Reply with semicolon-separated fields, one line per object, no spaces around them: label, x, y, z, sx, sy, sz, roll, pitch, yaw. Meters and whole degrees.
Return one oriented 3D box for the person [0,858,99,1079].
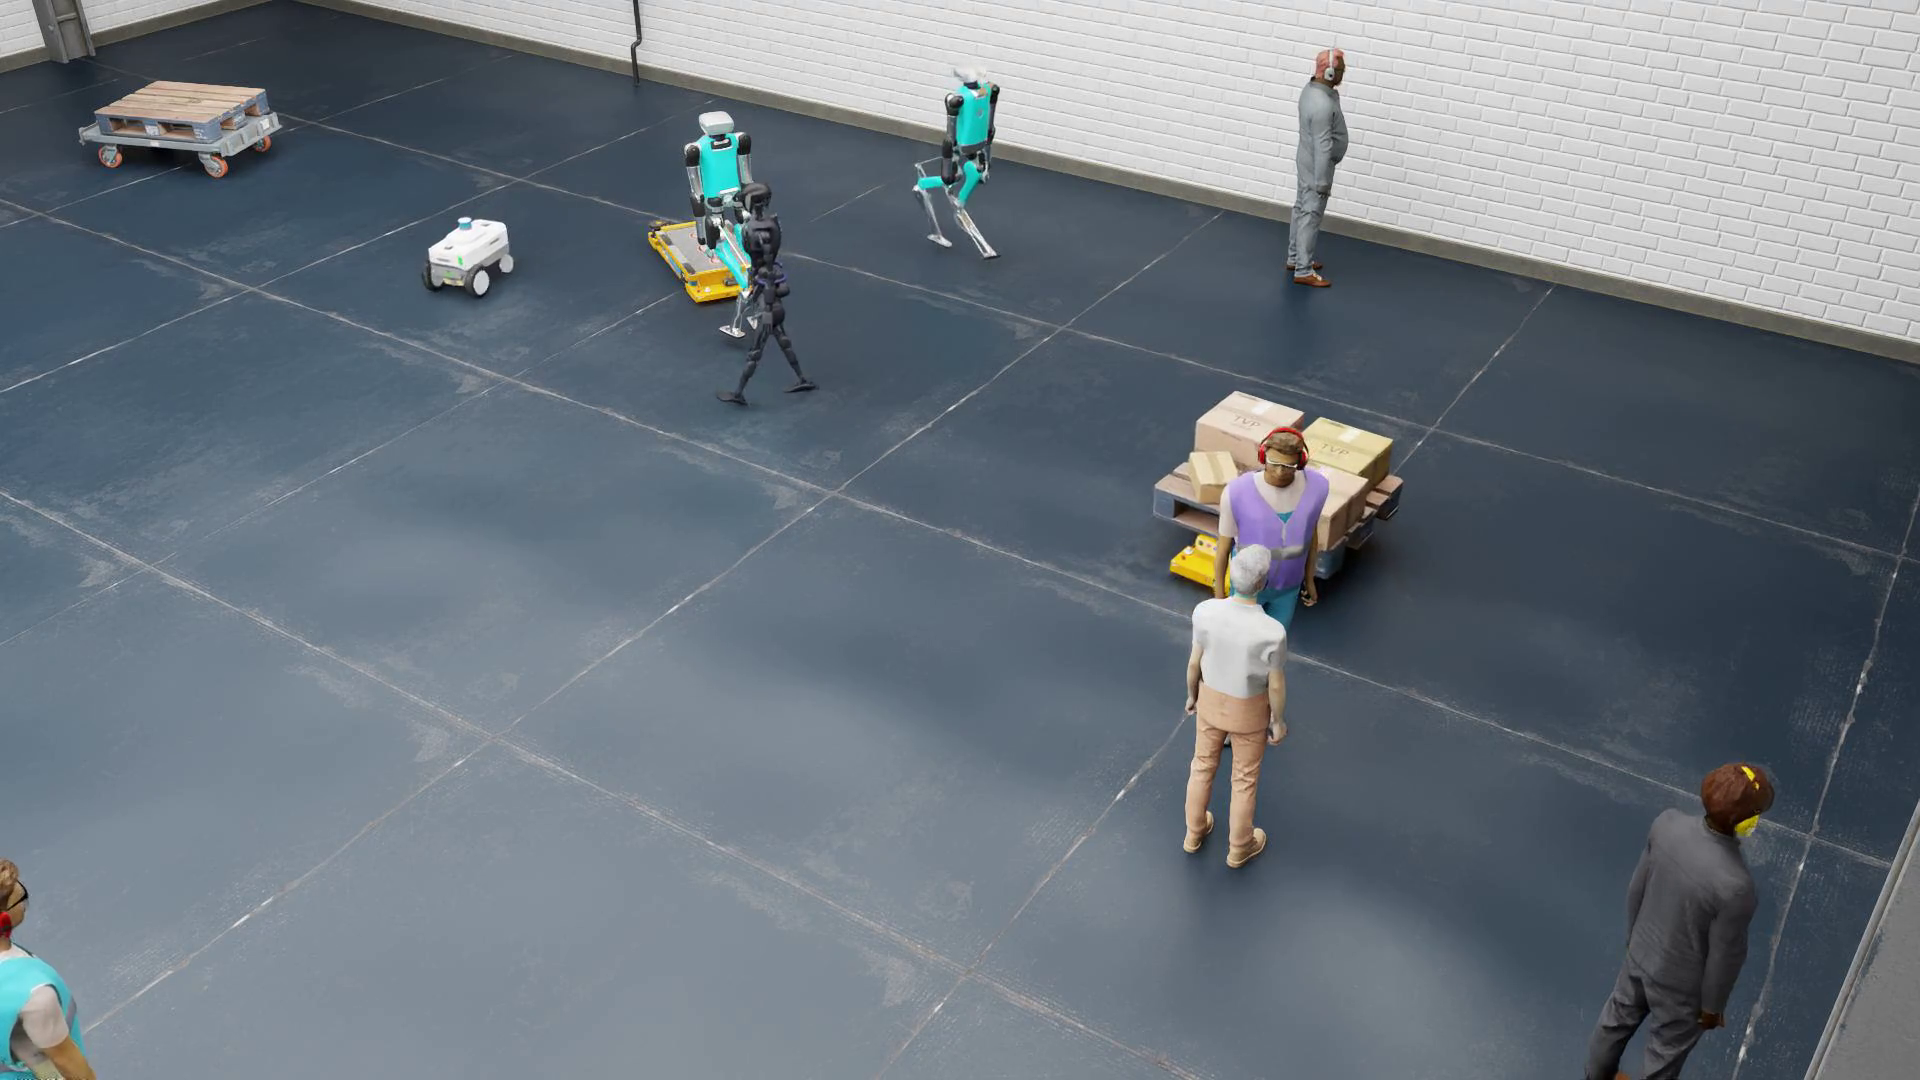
person;-3.251;1.886;5.875;0.566;1.835;0.397;18;37;26

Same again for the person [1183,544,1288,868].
person;1.273;0.770;7.690;0.491;1.746;0.312;17;37;25

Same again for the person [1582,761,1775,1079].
person;2.702;1.598;6.289;0.336;1.871;0.499;-12;35;-18

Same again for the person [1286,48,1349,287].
person;2.897;-3.004;13.416;0.414;1.911;0.642;0;33;0

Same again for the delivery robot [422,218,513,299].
delivery robot;-4.022;-2.343;13.632;0.499;0.589;0.785;11;34;17

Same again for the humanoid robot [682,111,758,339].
humanoid robot;-1.634;-2.276;12.316;0.533;1.677;0.735;-20;38;-28

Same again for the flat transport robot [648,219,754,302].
flat transport robot;-2.112;-2.384;13.966;0.659;0.231;1.431;-14;35;-20

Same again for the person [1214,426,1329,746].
person;1.544;0.215;8.466;0.568;1.840;0.373;-8;34;-13

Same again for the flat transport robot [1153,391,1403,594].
flat transport robot;1.959;-0.079;10.378;0.659;0.231;1.431;22;39;30

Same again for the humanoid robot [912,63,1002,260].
humanoid robot;-0.059;-3.120;13.763;0.531;1.731;1.026;-26;41;-35

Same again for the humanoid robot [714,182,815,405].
humanoid robot;-1.416;-1.732;11.678;0.767;1.624;0.616;-9;34;-13
